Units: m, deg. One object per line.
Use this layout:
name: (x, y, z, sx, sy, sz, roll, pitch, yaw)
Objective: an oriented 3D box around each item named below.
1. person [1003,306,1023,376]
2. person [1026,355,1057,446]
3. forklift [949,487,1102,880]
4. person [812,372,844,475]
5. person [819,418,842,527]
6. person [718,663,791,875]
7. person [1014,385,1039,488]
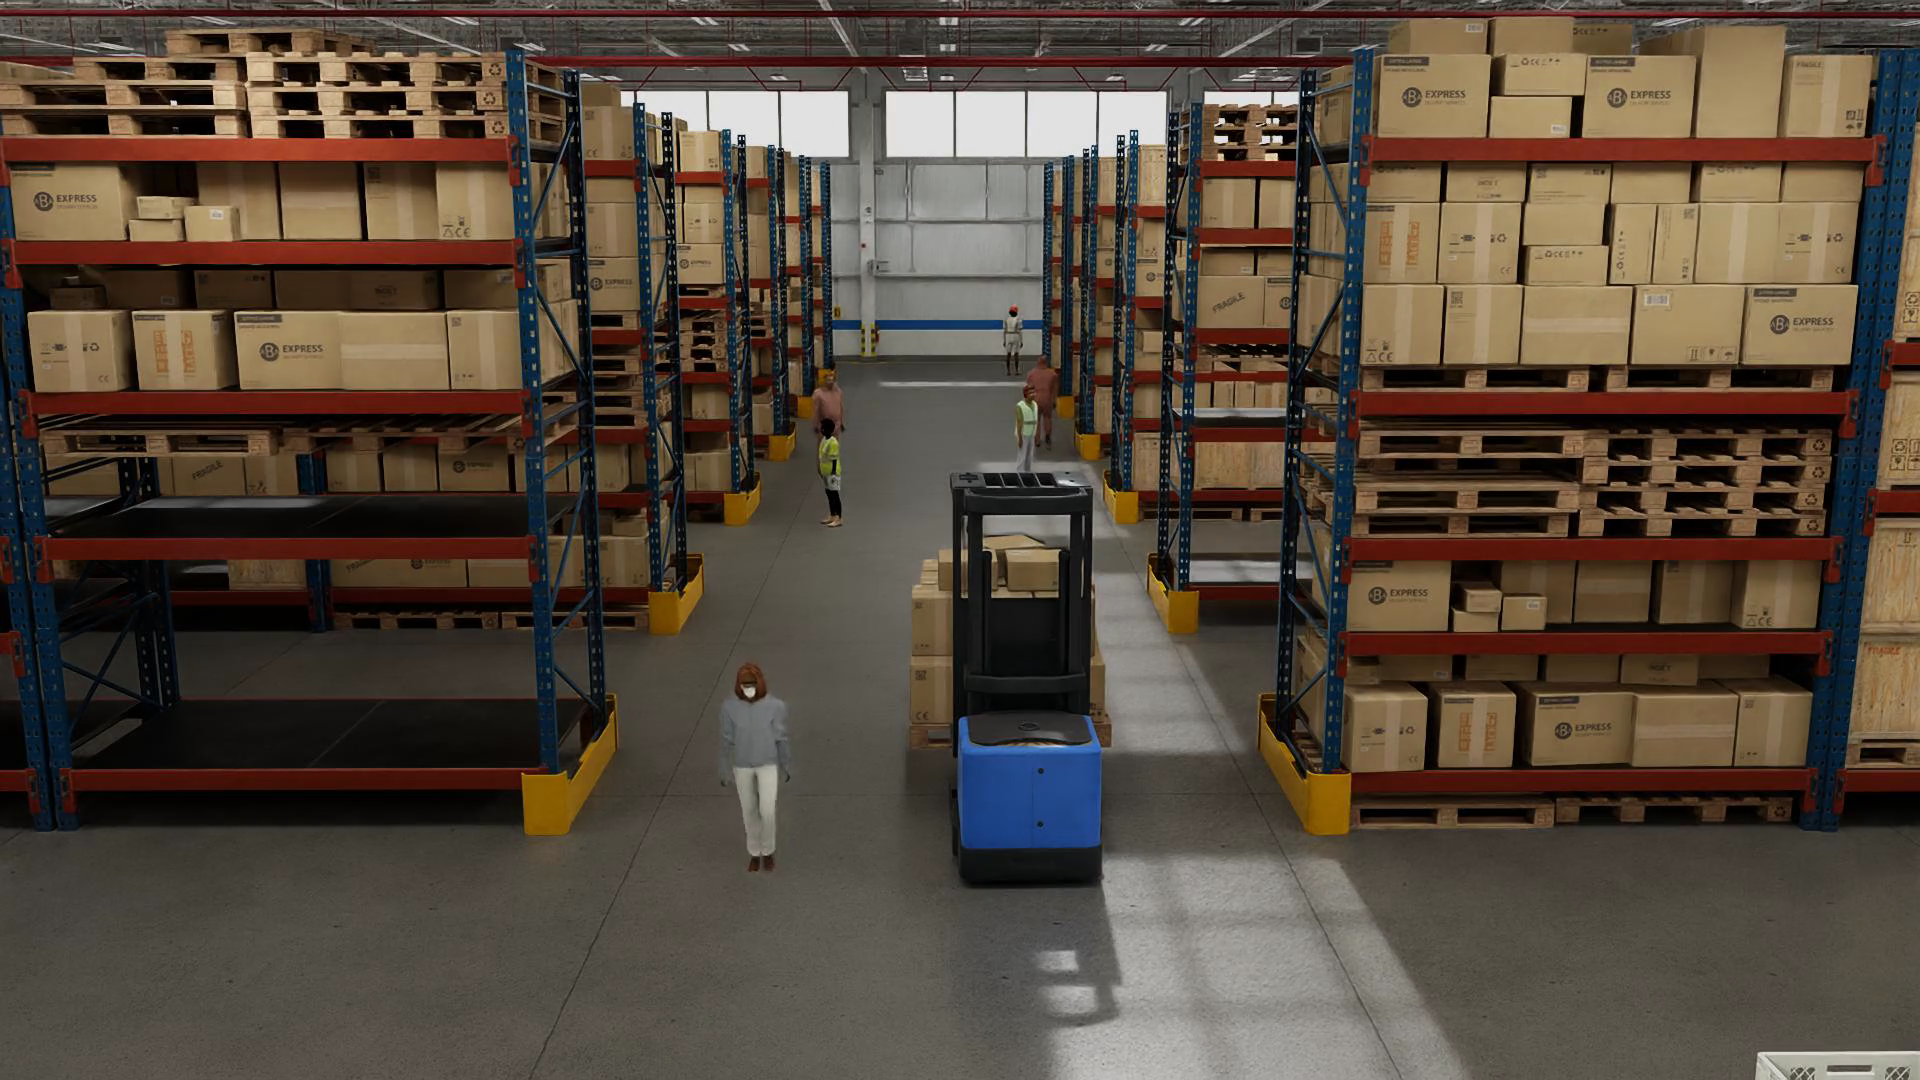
person: (1.558, -5.843, 48.745, 0.611, 2.042, 0.396, 5, 12, 21)
person: (1.685, -2.909, 34.654, 0.673, 1.857, 0.929, 0, 11, 0)
forklift: (0.495, 0.986, 12.813, 1.129, 2.768, 1.873, 0, 11, -2)
person: (-2.423, -2.161, 30.839, 0.652, 1.904, 0.402, -8, 14, -35)
person: (-2.029, -1.051, 25.871, 0.320, 1.692, 0.529, -5, 13, -25)
person: (-1.532, 1.709, 12.349, 0.534, 1.616, 0.458, 0, 11, 2)
person: (1.166, -1.805, 29.214, 0.392, 1.847, 0.563, 8, 14, 35)
